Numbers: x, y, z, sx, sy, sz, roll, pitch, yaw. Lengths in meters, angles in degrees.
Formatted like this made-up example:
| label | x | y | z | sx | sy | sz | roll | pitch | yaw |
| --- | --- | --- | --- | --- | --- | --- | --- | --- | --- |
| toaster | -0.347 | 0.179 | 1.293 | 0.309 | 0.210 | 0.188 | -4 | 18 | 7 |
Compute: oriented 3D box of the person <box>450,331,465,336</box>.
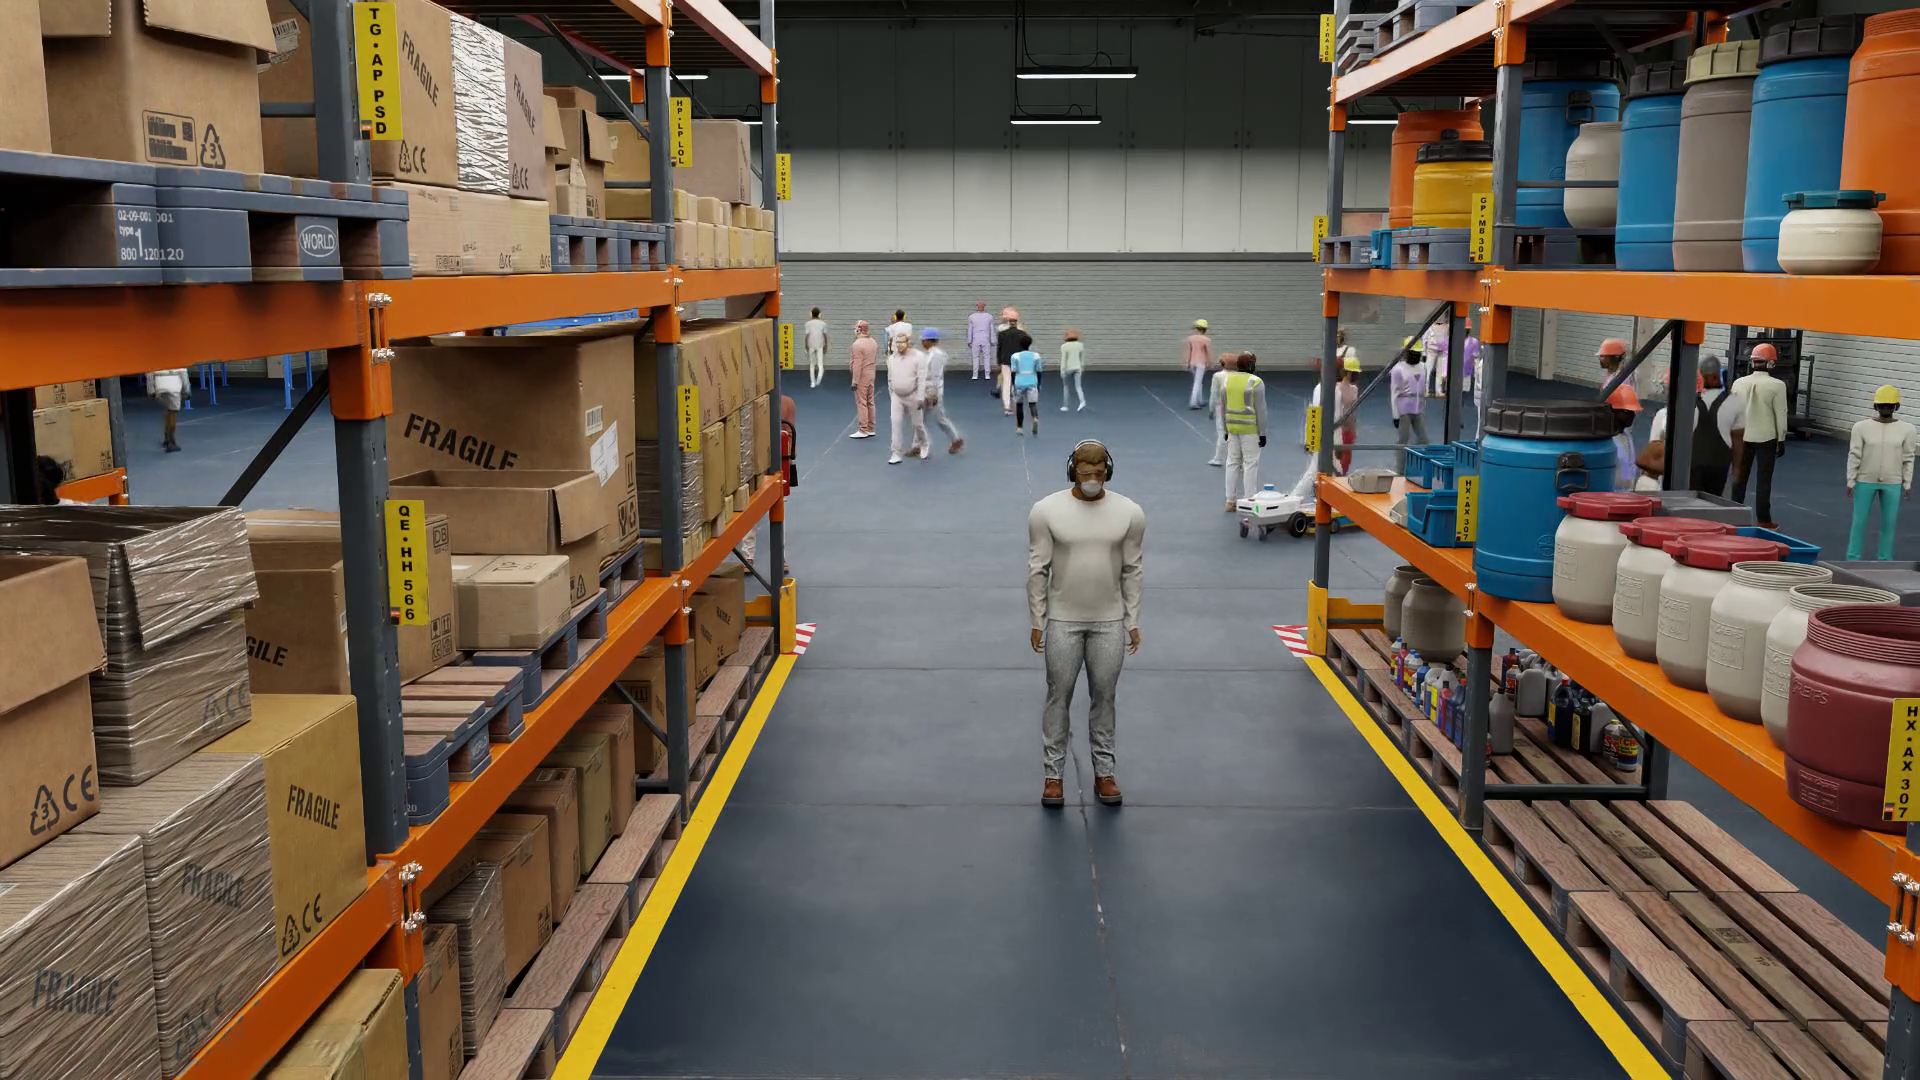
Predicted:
| label | x | y | z | sx | sy | sz | roll | pitch | yaw |
| --- | --- | --- | --- | --- | --- | --- | --- | --- | --- |
| person | -9.411 | -3.323 | 31.423 | 1.013 | 1.893 | 0.555 | 3 | 10 | 18 |

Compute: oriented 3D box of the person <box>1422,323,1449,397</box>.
| label | x | y | z | sx | sy | sz | roll | pitch | yaw |
| --- | --- | --- | --- | --- | --- | --- | --- | --- | --- |
| person | 10.153 | -3.966 | 35.472 | 0.666 | 1.824 | 0.430 | -1 | 10 | -7 |

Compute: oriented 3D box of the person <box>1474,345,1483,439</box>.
| label | x | y | z | sx | sy | sz | roll | pitch | yaw |
| --- | --- | --- | --- | --- | --- | --- | --- | --- | --- |
| person | 7.312 | -1.890 | 23.000 | 0.404 | 1.827 | 0.600 | 4 | 10 | 21 |

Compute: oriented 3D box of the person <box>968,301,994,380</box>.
| label | x | y | z | sx | sy | sz | roll | pitch | yaw |
| --- | --- | --- | --- | --- | --- | --- | --- | --- | --- |
| person | 0.506 | -4.855 | 40.534 | 0.655 | 1.904 | 0.407 | -1 | 10 | -5 |

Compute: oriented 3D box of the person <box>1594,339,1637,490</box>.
| label | x | y | z | sx | sy | sz | roll | pitch | yaw |
| --- | --- | --- | --- | --- | --- | --- | --- | --- | --- |
| person | 7.267 | -1.266 | 18.777 | 1.031 | 1.984 | 0.630 | 2 | 10 | 12 |

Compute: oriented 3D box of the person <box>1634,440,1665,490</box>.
| label | x | y | z | sx | sy | sz | roll | pitch | yaw |
| --- | --- | --- | --- | --- | --- | --- | --- | --- | --- |
| person | 4.871 | 0.064 | 11.977 | 0.821 | 1.598 | 0.510 | 5 | 11 | 29 |

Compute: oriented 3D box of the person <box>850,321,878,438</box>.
| label | x | y | z | sx | sy | sz | roll | pitch | yaw |
| --- | --- | --- | --- | --- | --- | --- | --- | --- | --- |
| person | -1.602 | -2.622 | 27.154 | 0.403 | 1.906 | 0.651 | 5 | 11 | 26 |

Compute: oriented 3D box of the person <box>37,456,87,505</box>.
| label | x | y | z | sx | sy | sz | roll | pitch | yaw |
| --- | --- | --- | --- | --- | --- | --- | --- | --- | --- |
| person | -5.600 | 0.325 | 10.204 | 0.549 | 1.667 | 0.745 | 0 | 9 | -3 |

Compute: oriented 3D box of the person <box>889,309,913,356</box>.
| label | x | y | z | sx | sy | sz | roll | pitch | yaw |
| --- | --- | --- | --- | --- | --- | --- | --- | --- | --- |
| person | -1.257 | -4.044 | 35.824 | 0.569 | 1.851 | 0.499 | -1 | 10 | -4 |

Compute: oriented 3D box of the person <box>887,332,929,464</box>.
| label | x | y | z | sx | sy | sz | roll | pitch | yaw |
| --- | --- | --- | --- | --- | --- | --- | --- | --- | --- |
| person | -0.738 | -2.057 | 23.872 | 0.639 | 1.875 | 0.877 | 4 | 10 | 20 |

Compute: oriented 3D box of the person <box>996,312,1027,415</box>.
| label | x | y | z | sx | sy | sz | roll | pitch | yaw |
| --- | --- | --- | --- | --- | --- | --- | --- | --- | --- |
| person | 0.980 | -3.332 | 31.363 | 0.622 | 1.933 | 1.042 | 1 | 10 | 9 |

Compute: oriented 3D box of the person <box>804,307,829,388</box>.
| label | x | y | z | sx | sy | sz | roll | pitch | yaw |
| --- | --- | --- | --- | --- | --- | --- | --- | --- | --- |
| person | -3.270 | -4.381 | 37.904 | 0.561 | 1.840 | 0.725 | -1 | 10 | -7 |

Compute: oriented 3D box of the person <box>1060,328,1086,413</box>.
| label | x | y | z | sx | sy | sz | roll | pitch | yaw |
| --- | --- | --- | --- | --- | --- | --- | --- | --- | --- |
| person | 2.175 | -3.239 | 31.764 | 0.535 | 1.603 | 0.735 | -4 | 10 | -21 |

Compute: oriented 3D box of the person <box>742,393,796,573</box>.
| label | x | y | z | sx | sy | sz | roll | pitch | yaw |
| --- | --- | --- | --- | --- | --- | --- | --- | --- | --- |
| person | -1.809 | -0.694 | 15.336 | 0.611 | 1.995 | 0.375 | -2 | 10 | -12 |

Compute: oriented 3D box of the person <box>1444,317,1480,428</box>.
| label | x | y | z | sx | sy | sz | roll | pitch | yaw |
| --- | --- | --- | --- | --- | --- | --- | --- | --- | --- |
| person | 8.659 | -2.856 | 28.540 | 0.577 | 1.904 | 0.860 | 0 | 9 | -2 |

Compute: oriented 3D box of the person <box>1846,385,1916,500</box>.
| label | x | y | z | sx | sy | sz | roll | pitch | yaw |
| --- | --- | --- | --- | --- | --- | --- | --- | --- | --- |
| person | 8.240 | -0.507 | 14.906 | 0.533 | 1.767 | 0.326 | 4 | 10 | 23 |

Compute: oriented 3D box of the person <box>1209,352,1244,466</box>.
| label | x | y | z | sx | sy | sz | roll | pitch | yaw |
| --- | --- | --- | --- | --- | --- | --- | --- | --- | --- |
| person | 3.725 | -1.802 | 23.116 | 0.521 | 1.609 | 0.775 | -6 | 11 | -33 |

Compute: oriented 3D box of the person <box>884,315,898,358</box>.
| label | x | y | z | sx | sy | sz | roll | pitch | yaw |
| --- | --- | --- | --- | --- | --- | --- | --- | --- | --- |
| person | -1.488 | -4.386 | 38.523 | 0.525 | 1.637 | 0.307 | 1 | 9 | 3 |

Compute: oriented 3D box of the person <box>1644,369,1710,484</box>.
| label | x | y | z | sx | sy | sz | roll | pitch | yaw |
| --- | --- | --- | --- | --- | --- | --- | --- | --- | --- |
| person | 5.869 | -0.395 | 13.519 | 0.882 | 2.009 | 0.635 | 1 | 10 | 7 |

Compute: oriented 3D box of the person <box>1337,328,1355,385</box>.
| label | x | y | z | sx | sy | sz | roll | pitch | yaw |
| --- | --- | --- | --- | --- | --- | --- | --- | --- | --- |
| person | 5.896 | -2.410 | 26.141 | 0.766 | 1.814 | 0.544 | -9 | 13 | -44 |

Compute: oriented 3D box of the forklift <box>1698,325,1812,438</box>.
| label | x | y | z | sx | sy | sz | roll | pitch | yaw |
| --- | --- | --- | --- | --- | --- | --- | --- | --- | --- |
| forklift | 13.248 | -3.165 | 27.620 | 1.129 | 2.768 | 1.873 | 0 | 9 | 1 |

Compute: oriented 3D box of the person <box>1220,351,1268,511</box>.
| label | x | y | z | sx | sy | sz | roll | pitch | yaw |
| --- | --- | --- | --- | --- | --- | --- | --- | --- | --- |
| person | 3.277 | -1.241 | 19.066 | 0.429 | 1.846 | 0.632 | -8 | 12 | -40 |

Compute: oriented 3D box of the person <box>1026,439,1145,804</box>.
| label | x | y | z | sx | sy | sz | roll | pitch | yaw |
| --- | --- | --- | --- | --- | --- | --- | --- | --- | --- |
| person | 0.664 | 0.431 | 8.778 | 0.630 | 1.938 | 0.373 | -1 | 10 | -5 |

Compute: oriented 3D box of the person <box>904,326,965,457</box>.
| label | x | y | z | sx | sy | sz | roll | pitch | yaw |
| --- | --- | --- | --- | --- | --- | --- | --- | --- | --- |
| person | -0.373 | -2.194 | 24.556 | 0.897 | 1.922 | 0.607 | -6 | 11 | -30 |

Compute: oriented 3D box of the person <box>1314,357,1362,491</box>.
| label | x | y | z | sx | sy | sz | roll | pitch | yaw |
| --- | --- | --- | --- | --- | --- | --- | --- | --- | --- |
| person | 4.509 | -1.288 | 19.617 | 0.440 | 1.744 | 0.535 | 9 | 13 | 44 |

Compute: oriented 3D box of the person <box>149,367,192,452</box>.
| label | x | y | z | sx | sy | sz | roll | pitch | yaw |
| --- | --- | --- | --- | --- | --- | --- | --- | --- | --- |
| person | -11.952 | -2.308 | 25.222 | 0.557 | 1.916 | 0.500 | 2 | 10 | 11 |

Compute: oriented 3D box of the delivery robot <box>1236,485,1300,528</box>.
| label | x | y | z | sx | sy | sz | roll | pitch | yaw |
| --- | --- | --- | --- | --- | --- | --- | --- | --- | --- |
| delivery robot | 3.211 | -0.335 | 17.341 | 0.707 | 0.478 | 0.477 | -7 | 12 | -37 |

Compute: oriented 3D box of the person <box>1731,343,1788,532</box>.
| label | x | y | z | sx | sy | sz | roll | pitch | yaw |
| --- | --- | --- | --- | --- | --- | --- | --- | --- | --- |
| person | 8.504 | -1.093 | 17.724 | 0.376 | 1.997 | 0.612 | -7 | 12 | -36 |

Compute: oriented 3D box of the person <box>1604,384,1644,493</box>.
| label | x | y | z | sx | sy | sz | roll | pitch | yaw |
| --- | --- | --- | --- | --- | --- | --- | --- | --- | --- |
| person | 4.962 | -0.213 | 12.632 | 0.361 | 1.935 | 0.553 | 9 | 13 | 44 |

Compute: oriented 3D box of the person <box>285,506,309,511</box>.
| label | x | y | z | sx | sy | sz | roll | pitch | yaw |
| --- | --- | --- | --- | --- | --- | --- | --- | --- | --- |
| person | -3.291 | 0.642 | 8.407 | 0.531 | 1.633 | 0.353 | 0 | 9 | 0 |

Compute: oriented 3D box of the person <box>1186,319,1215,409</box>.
| label | x | y | z | sx | sy | sz | roll | pitch | yaw |
| --- | --- | --- | --- | --- | --- | --- | --- | --- | --- |
| person | 4.754 | -3.430 | 32.476 | 0.798 | 1.730 | 0.552 | -8 | 12 | -40 |

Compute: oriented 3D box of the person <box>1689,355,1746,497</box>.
| label | x | y | z | sx | sy | sz | roll | pitch | yaw |
| --- | --- | --- | --- | --- | --- | --- | --- | --- | --- |
| person | 6.973 | -0.754 | 15.687 | 0.697 | 2.000 | 1.002 | 3 | 10 | 17 |

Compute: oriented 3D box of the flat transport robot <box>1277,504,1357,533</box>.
| label | x | y | z | sx | sy | sz | roll | pitch | yaw |
| --- | --- | --- | --- | --- | --- | --- | --- | --- | --- |
| flat transport robot | 4.029 | -0.269 | 18.073 | 1.431 | 0.197 | 0.652 | -7 | 12 | -37 |

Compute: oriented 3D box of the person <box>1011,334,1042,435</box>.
| label | x | y | z | sx | sy | sz | roll | pitch | yaw |
| --- | --- | --- | --- | --- | --- | --- | --- | --- | --- |
| person | 1.100 | -2.549 | 27.411 | 0.538 | 1.681 | 0.650 | -2 | 10 | -9 |

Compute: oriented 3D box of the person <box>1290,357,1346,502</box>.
| label | x | y | z | sx | sy | sz | roll | pitch | yaw |
| --- | --- | --- | --- | --- | --- | --- | --- | --- | --- |
| person | 3.981 | -1.100 | 18.293 | 0.971 | 1.839 | 0.606 | 0 | 9 | -2 |

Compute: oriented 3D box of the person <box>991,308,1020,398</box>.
| label | x | y | z | sx | sy | sz | roll | pitch | yaw |
| --- | --- | --- | --- | --- | --- | --- | --- | --- | --- |
| person | 0.997 | -3.943 | 35.140 | 0.569 | 1.879 | 1.010 | 5 | 11 | 29 |

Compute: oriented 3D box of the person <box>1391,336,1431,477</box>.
| label | x | y | z | sx | sy | sz | roll | pitch | yaw |
| --- | --- | --- | --- | --- | --- | --- | --- | --- | --- |
| person | 5.794 | -1.653 | 21.321 | 0.628 | 1.909 | 0.477 | -5 | 11 | -27 |
